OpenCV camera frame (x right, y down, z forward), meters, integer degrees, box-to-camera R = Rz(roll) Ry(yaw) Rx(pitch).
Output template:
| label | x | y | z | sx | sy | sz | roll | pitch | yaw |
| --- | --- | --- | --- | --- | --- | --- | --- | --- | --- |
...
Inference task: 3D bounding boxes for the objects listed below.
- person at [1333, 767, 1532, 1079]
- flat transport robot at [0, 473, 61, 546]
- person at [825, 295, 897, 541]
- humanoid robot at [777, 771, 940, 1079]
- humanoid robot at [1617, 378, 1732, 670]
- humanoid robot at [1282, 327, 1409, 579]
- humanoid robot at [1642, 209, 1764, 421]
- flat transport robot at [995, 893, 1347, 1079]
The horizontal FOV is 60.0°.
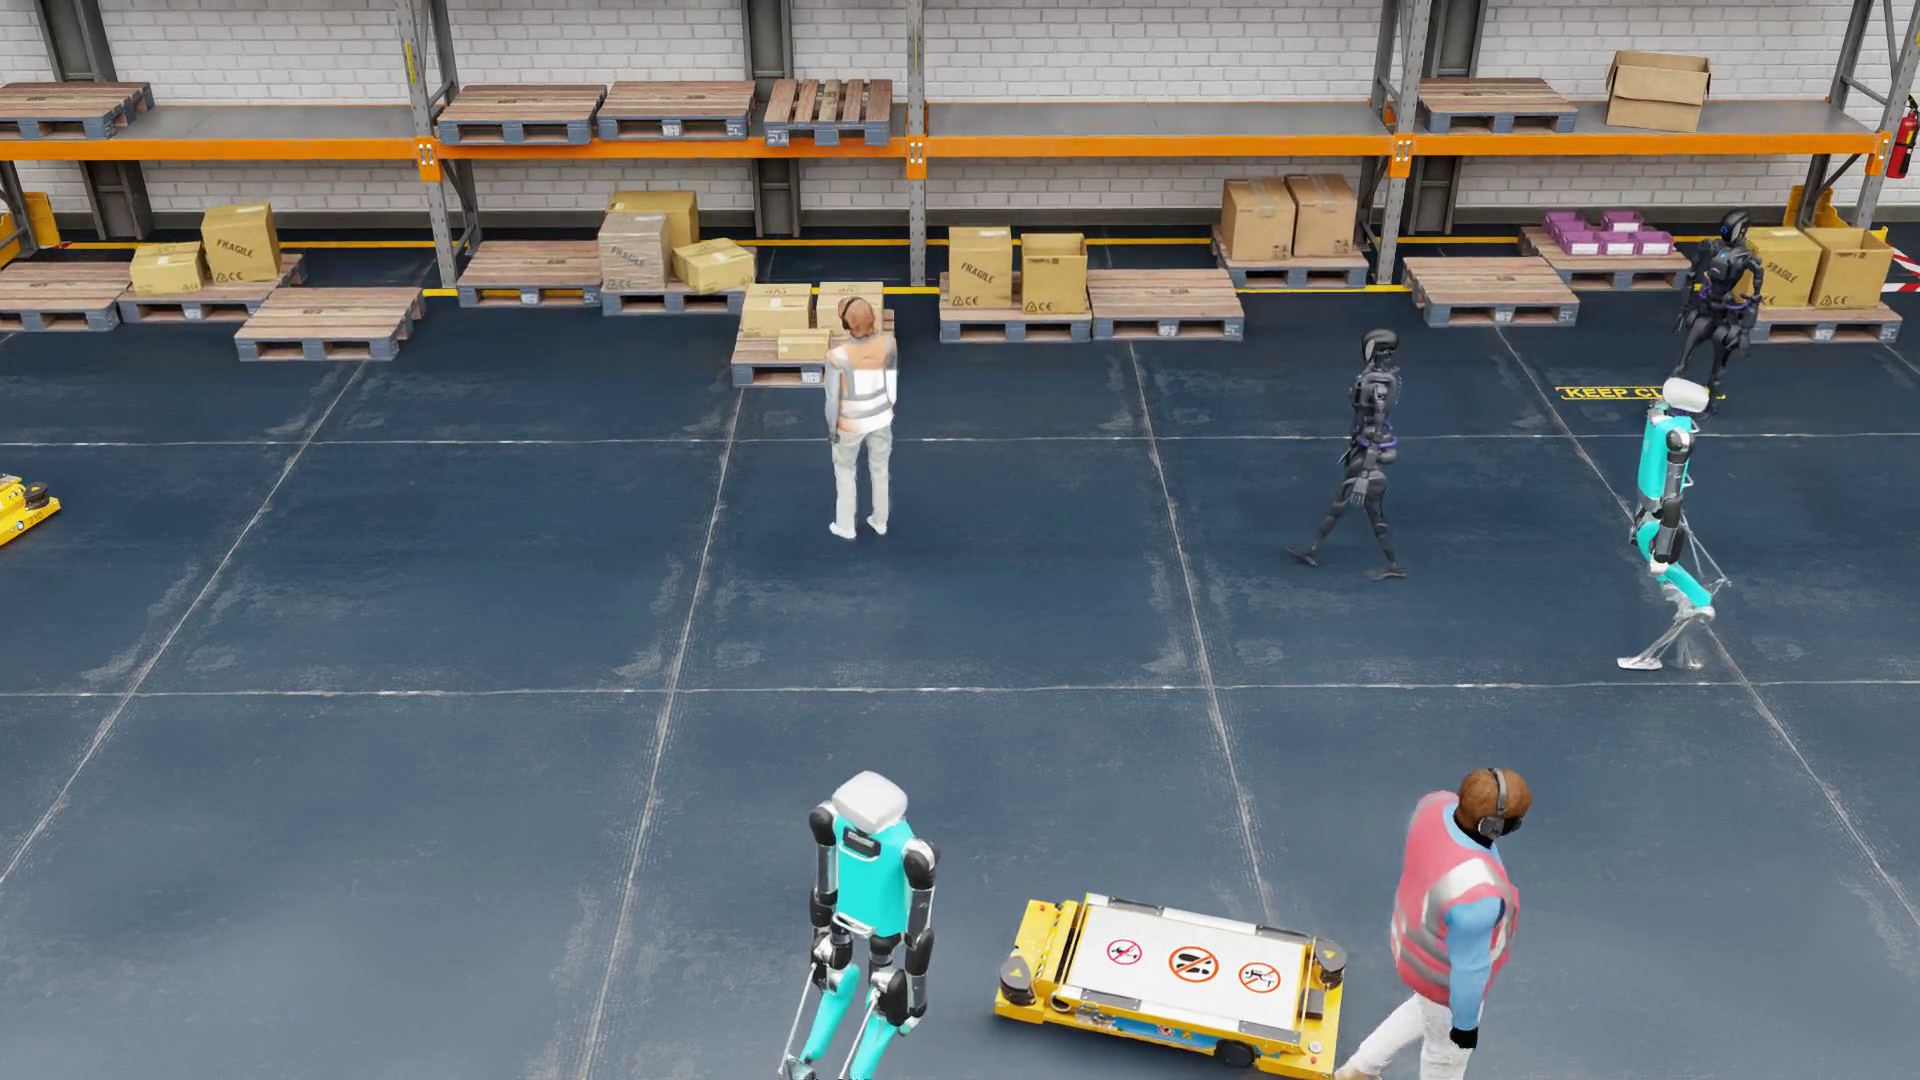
| label | x | y | z | sx | sy | sz | roll | pitch | yaw |
| --- | --- | --- | --- | --- | --- | --- | --- | --- | --- |
| person | 1.831 | 1.588 | 6.262 | 0.510 | 1.828 | 0.646 | 0 | 31 | 1 |
| flat transport robot | -6.674 | -0.233 | 10.798 | 1.431 | 0.231 | 0.659 | 10 | 32 | 16 |
| person | -0.606 | -0.743 | 10.321 | 0.531 | 1.635 | 0.366 | -16 | 35 | -25 |
| humanoid robot | -0.436 | 1.716 | 6.120 | 0.531 | 1.762 | 0.704 | 19 | 36 | 28 |
| humanoid robot | 3.982 | 0.023 | 9.043 | 0.764 | 1.901 | 0.552 | 3 | 31 | 5 |
| humanoid robot | 2.384 | -0.490 | 9.899 | 0.770 | 1.629 | 0.588 | 2 | 31 | 3 |
| humanoid robot | 5.262 | -1.534 | 11.623 | 0.693 | 1.634 | 0.610 | -21 | 37 | -30 |
| flat transport robot | 0.924 | 1.912 | 7.228 | 1.431 | 0.231 | 0.659 | 8 | 32 | 13 |
